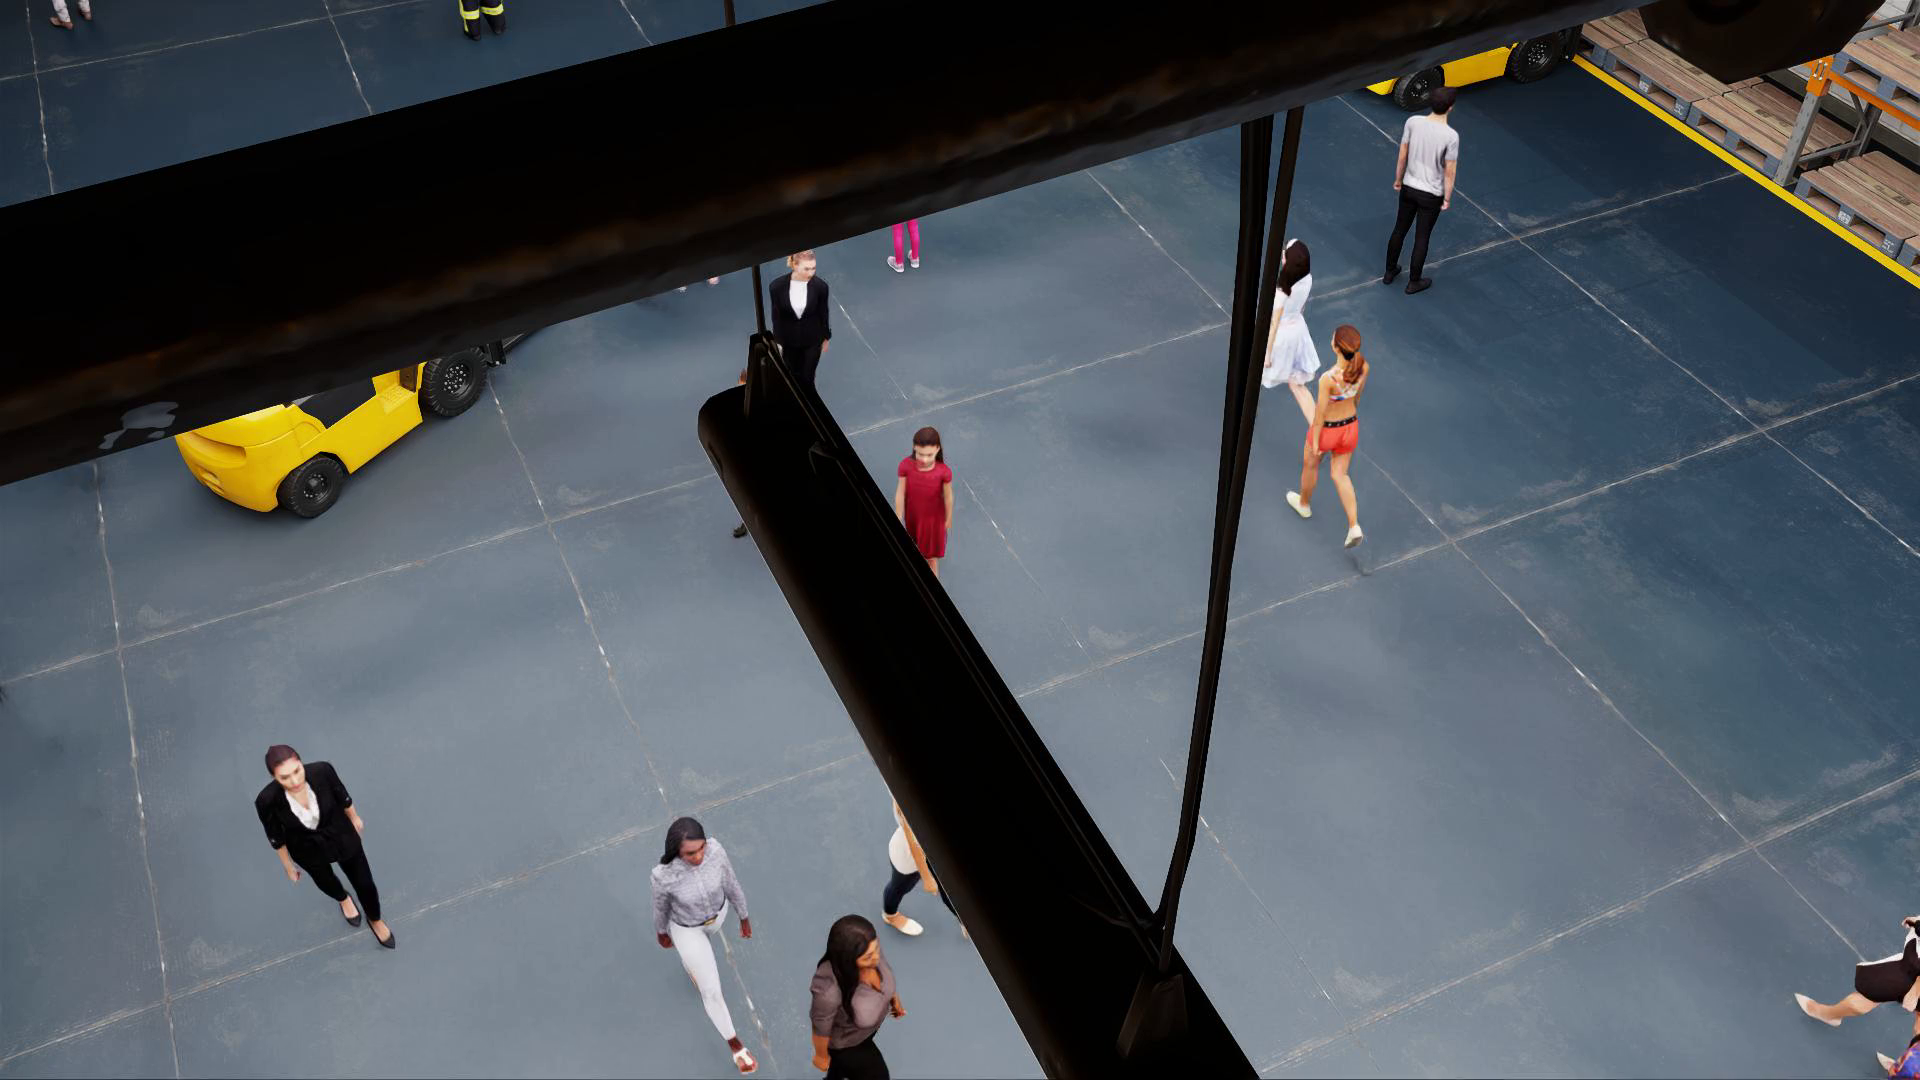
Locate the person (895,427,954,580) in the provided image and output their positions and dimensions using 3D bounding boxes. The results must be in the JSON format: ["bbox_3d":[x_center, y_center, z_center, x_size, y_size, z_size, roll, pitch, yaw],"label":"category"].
[{"bbox_3d":[-0.234,-0.214,11.328,0.936,1.523,1.082,9,44,9],"label":"person"}]

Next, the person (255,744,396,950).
[{"bbox_3d":[-3.593,1.632,9.303,0.685,1.643,0.780,-24,49,-23],"label":"person"}]

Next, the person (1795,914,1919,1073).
[{"bbox_3d":[5.062,2.285,8.560,0.712,1.723,0.976,-22,48,-22],"label":"person"}]

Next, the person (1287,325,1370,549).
[{"bbox_3d":[2.678,-0.699,11.662,0.604,1.765,1.042,-16,46,-16],"label":"person"}]

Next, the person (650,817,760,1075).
[{"bbox_3d":[-1.435,1.991,8.903,0.768,1.676,1.218,-26,49,-25],"label":"person"}]

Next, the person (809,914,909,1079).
[{"bbox_3d":[-0.623,2.419,8.352,1.048,1.817,0.965,18,47,18],"label":"person"}]

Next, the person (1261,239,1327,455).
[{"bbox_3d":[2.473,-1.379,12.365,0.838,1.779,1.247,-28,50,-26],"label":"person"}]

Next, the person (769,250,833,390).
[{"bbox_3d":[-1.198,-1.539,12.607,0.820,1.678,0.970,1,44,1],"label":"person"}]

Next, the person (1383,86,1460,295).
[{"bbox_3d":[3.868,-2.940,13.944,0.617,1.862,0.800,33,53,30],"label":"person"}]

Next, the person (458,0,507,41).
[{"bbox_3d":[-5.150,-6.205,17.285,0.759,1.982,0.620,-20,47,-19],"label":"person"}]

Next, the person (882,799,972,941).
[{"bbox_3d":[-0.321,1.662,9.188,1.059,1.759,0.962,18,46,18],"label":"person"}]
